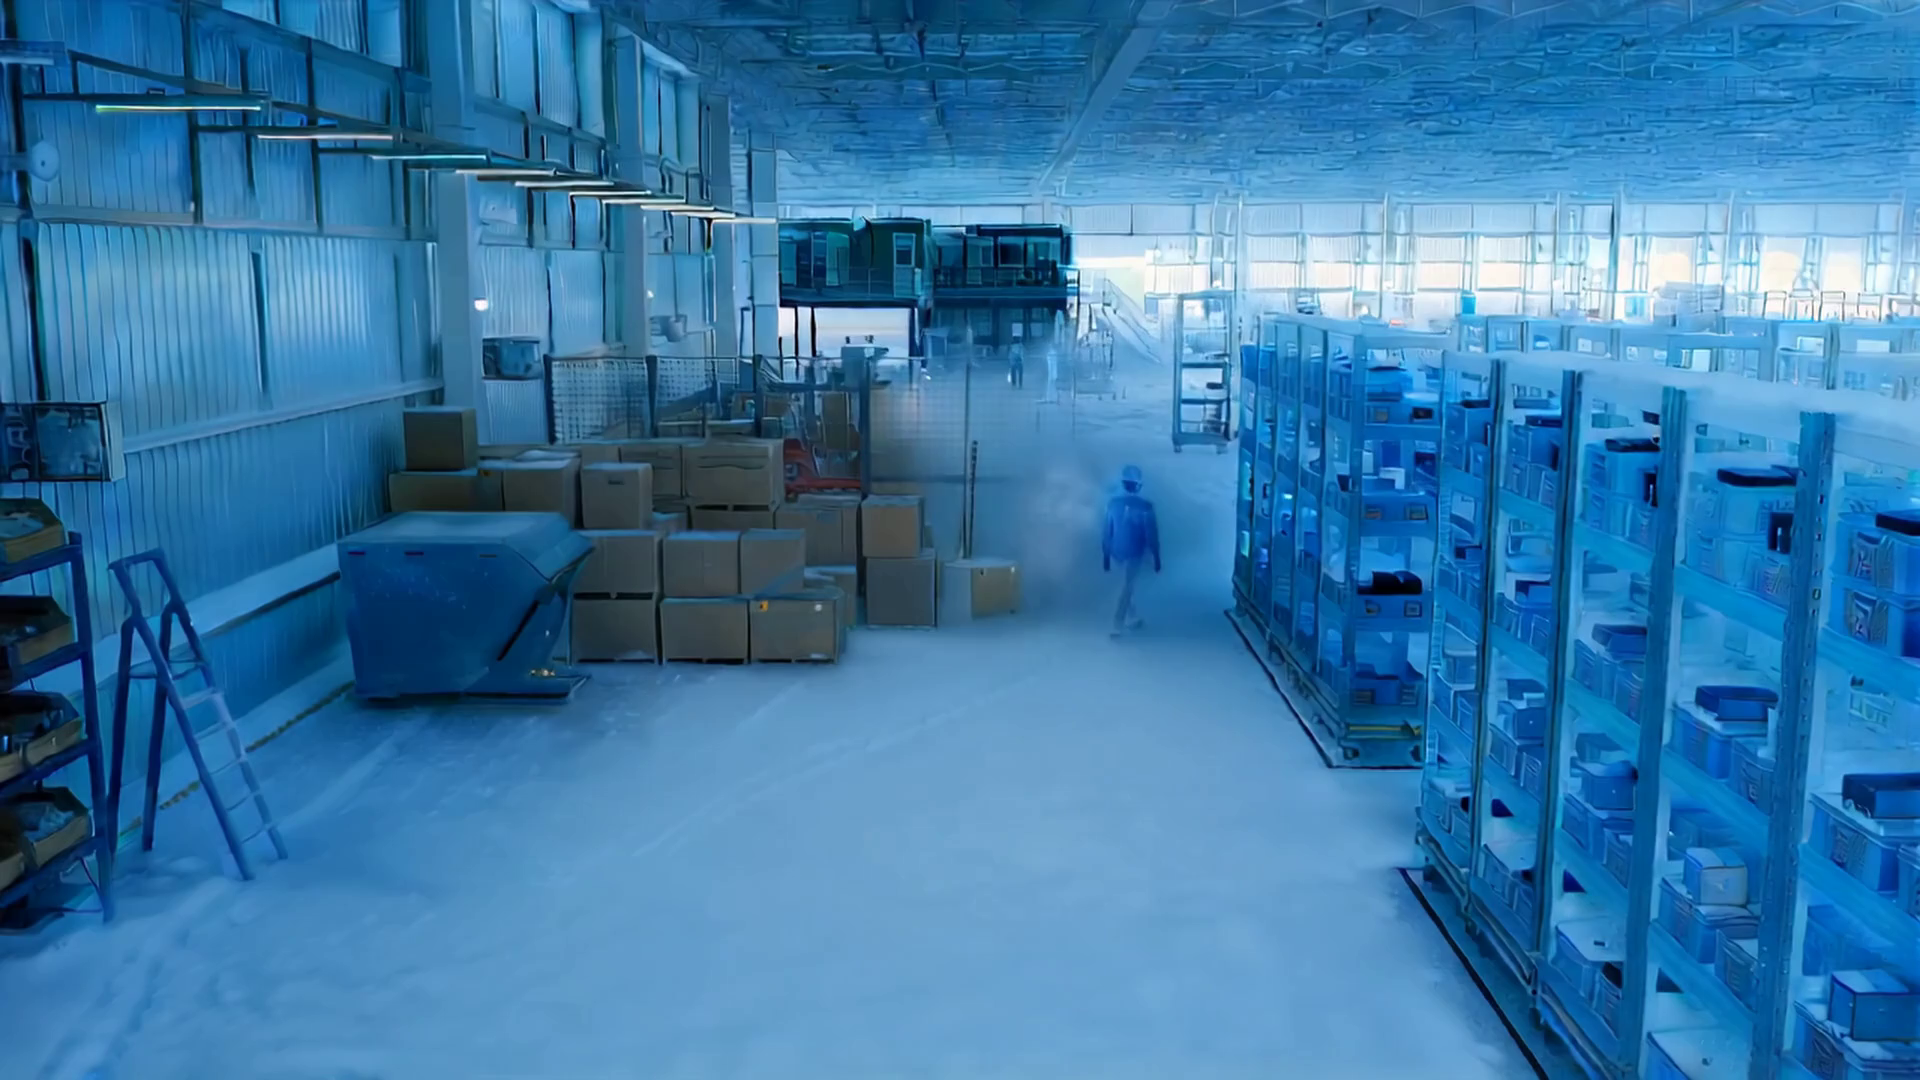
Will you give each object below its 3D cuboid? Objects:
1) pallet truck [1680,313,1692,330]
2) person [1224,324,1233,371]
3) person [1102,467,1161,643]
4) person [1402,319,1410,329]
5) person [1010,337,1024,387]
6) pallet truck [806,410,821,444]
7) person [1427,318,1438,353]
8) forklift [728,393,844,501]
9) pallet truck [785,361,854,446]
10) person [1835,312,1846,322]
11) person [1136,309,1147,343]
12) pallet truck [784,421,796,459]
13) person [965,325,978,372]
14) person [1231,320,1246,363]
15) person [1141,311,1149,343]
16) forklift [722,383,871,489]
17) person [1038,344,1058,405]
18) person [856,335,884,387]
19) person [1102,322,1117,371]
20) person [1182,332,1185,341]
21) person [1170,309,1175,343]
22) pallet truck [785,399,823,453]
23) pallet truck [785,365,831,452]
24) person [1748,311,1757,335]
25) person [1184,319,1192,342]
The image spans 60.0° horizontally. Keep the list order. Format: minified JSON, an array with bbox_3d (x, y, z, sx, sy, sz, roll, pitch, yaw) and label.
[{"bbox_3d":[36.315,-10.531,84.244,0.823,1.965,1.885,-6,11,-33],"label":"pallet truck"},{"bbox_3d":[11.034,-7.923,68.340,0.362,1.935,0.551,-1,9,-6],"label":"person"},{"bbox_3d":[1.915,0.151,18.554,0.630,1.941,1.053,6,11,32],"label":"person"},{"bbox_3d":[19.230,-8.531,71.796,0.392,2.034,0.605,0,9,1],"label":"person"},{"bbox_3d":[2.005,-6.261,58.642,0.524,1.761,0.333,-5,11,-30],"label":"person"},{"bbox_3d":[-3.559,-2.018,33.905,1.522,1.261,0.704,0,9,-1],"label":"pallet truck"},{"bbox_3d":[22.690,-9.770,80.020,0.782,1.852,0.523,-2,10,-14],"label":"person"},{"bbox_3d":[-2.979,-1.316,26.476,2.680,1.987,1.157,0,9,1],"label":"forklift"},{"bbox_3d":[-3.410,-3.193,38.978,1.885,1.965,0.823,0,9,-1],"label":"pallet truck"},{"bbox_3d":[47.168,-11.262,89.180,0.461,1.864,0.596,-6,11,-33],"label":"person"},{"bbox_3d":[9.896,-11.577,90.699,0.622,1.992,0.396,1,9,5],"label":"person"},{"bbox_3d":[-4.013,-1.793,32.705,1.601,1.201,0.680,0,9,1],"label":"pallet truck"},{"bbox_3d":[0.481,-7.689,66.952,0.637,1.907,0.599,-2,10,-15],"label":"person"},{"bbox_3d":[12.405,-8.776,73.707,0.985,1.893,0.649,5,11,30],"label":"person"},{"bbox_3d":[10.470,-12.062,94.160,0.429,1.846,0.625,-3,10,-16],"label":"person"},{"bbox_3d":[-2.893,-1.687,28.729,2.680,1.987,1.157,0,9,-1],"label":"forklift"},{"bbox_3d":[2.754,-5.080,51.083,0.546,1.857,0.617,-8,12,-42],"label":"person"},{"bbox_3d":[-3.217,-6.288,58.560,0.969,1.847,0.591,1,9,9],"label":"person"},{"bbox_3d":[6.048,-7.929,68.054,0.676,2.000,0.536,-5,11,-29],"label":"person"},{"bbox_3d":[13.123,-12.514,97.239,0.367,1.742,0.552,-5,10,-27],"label":"person"},{"bbox_3d":[12.149,-12.170,94.558,0.356,1.930,0.592,0,9,1],"label":"person"},{"bbox_3d":[-3.814,-2.432,36.419,1.630,1.274,0.653,0,9,1],"label":"pallet truck"},{"bbox_3d":[-3.774,-2.976,37.635,1.885,1.965,0.823,1,9,5],"label":"pallet truck"},{"bbox_3d":[41.628,-11.038,87.400,0.608,1.987,0.391,-6,11,-34],"label":"person"},{"bbox_3d":[13.047,-12.298,95.348,0.570,1.924,0.421,0,9,2],"label":"person"}]
